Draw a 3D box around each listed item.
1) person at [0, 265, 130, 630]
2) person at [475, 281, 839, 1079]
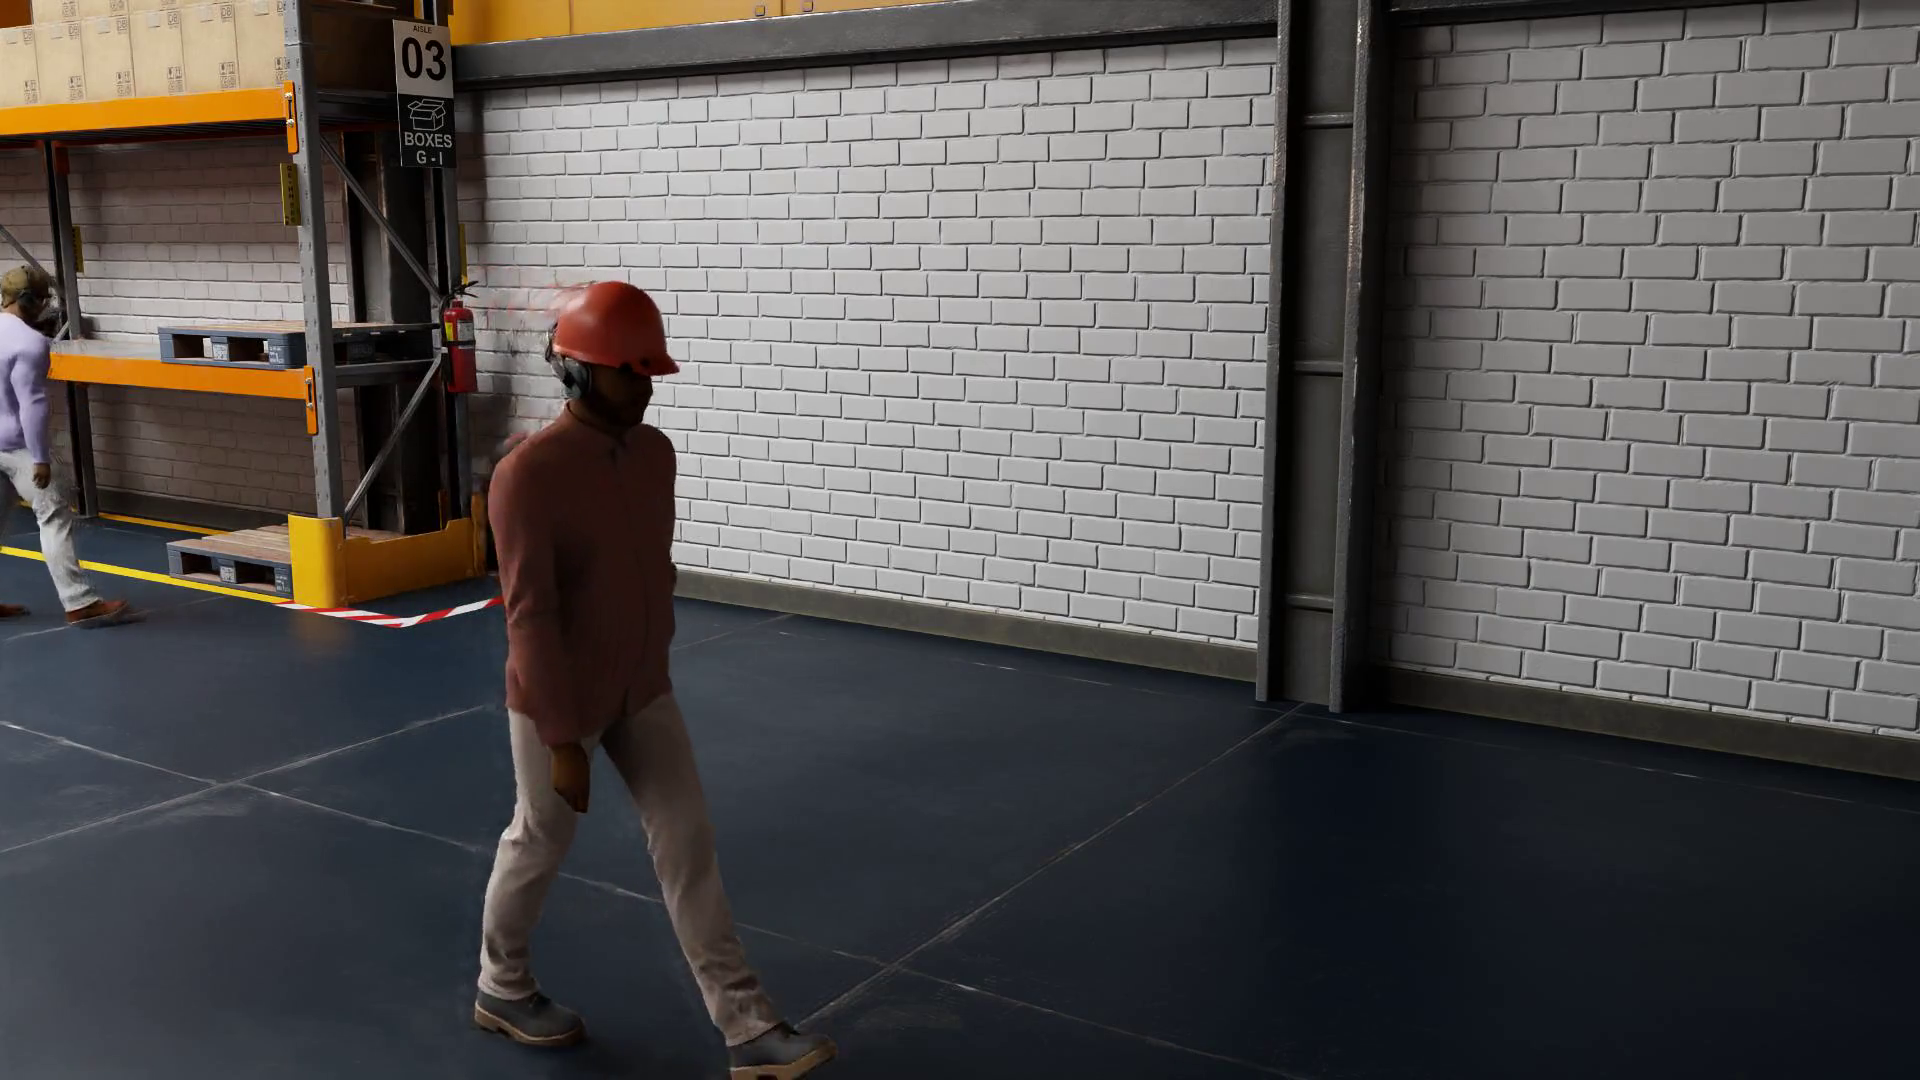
[{"bbox_3d":[-4.884,-0.476,8.691,0.776,1.904,0.511,7,12,33],"label":"person"},{"bbox_3d":[-0.822,0.363,3.932,1.071,1.922,0.627,6,12,31],"label":"person"}]
